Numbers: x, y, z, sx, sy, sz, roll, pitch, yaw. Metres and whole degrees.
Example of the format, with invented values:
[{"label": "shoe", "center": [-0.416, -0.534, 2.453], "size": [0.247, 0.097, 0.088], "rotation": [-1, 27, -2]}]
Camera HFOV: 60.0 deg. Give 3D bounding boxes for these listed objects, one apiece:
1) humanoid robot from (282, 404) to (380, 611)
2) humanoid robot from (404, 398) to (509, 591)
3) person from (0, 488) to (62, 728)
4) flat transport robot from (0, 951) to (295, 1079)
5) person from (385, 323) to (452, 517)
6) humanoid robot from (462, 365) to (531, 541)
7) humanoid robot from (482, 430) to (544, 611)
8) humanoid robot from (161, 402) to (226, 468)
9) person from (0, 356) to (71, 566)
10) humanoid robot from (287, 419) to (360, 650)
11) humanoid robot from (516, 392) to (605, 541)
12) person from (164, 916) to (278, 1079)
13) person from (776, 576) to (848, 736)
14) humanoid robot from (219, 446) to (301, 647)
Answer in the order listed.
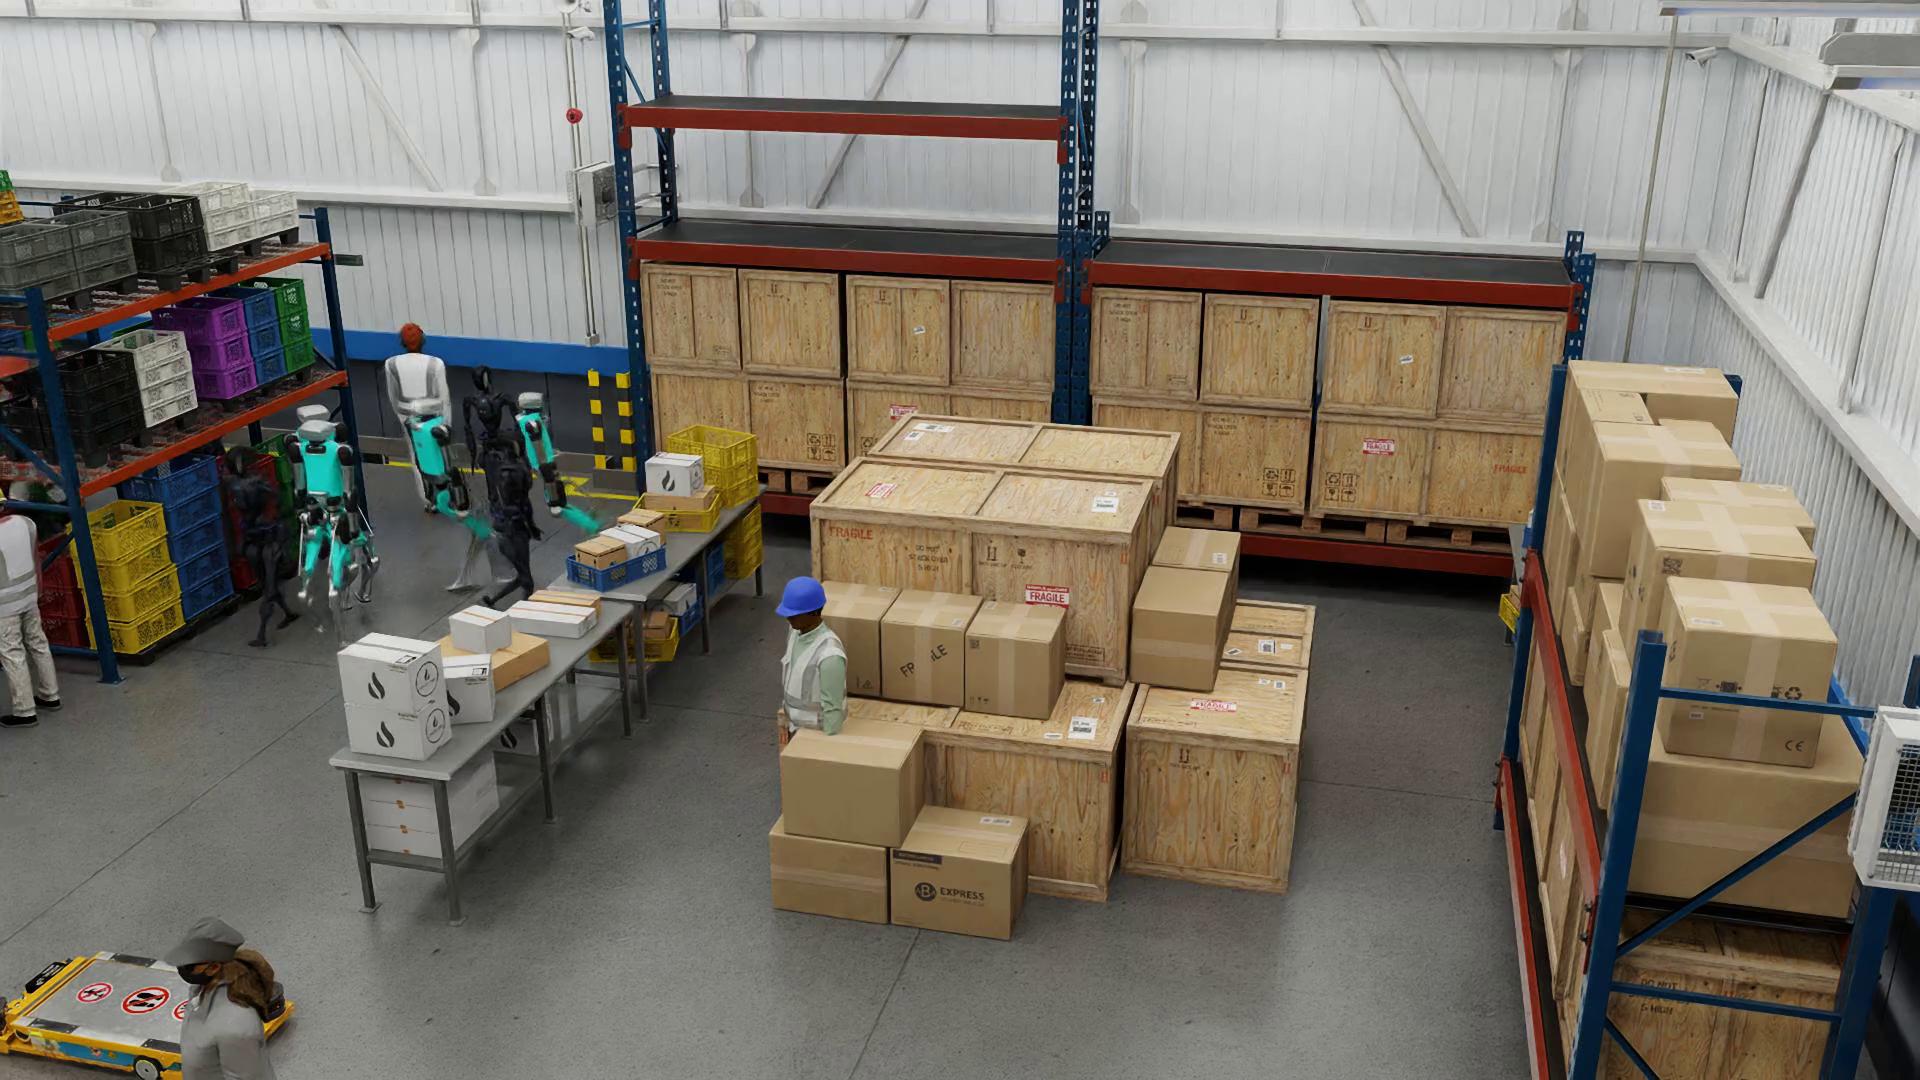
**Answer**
[{"label": "humanoid robot", "center": [-4.986, -0.228, 13.398], "size": [0.735, 1.677, 0.533], "rotation": [18, 27, 39]}, {"label": "humanoid robot", "center": [-4.171, -0.341, 14.019], "size": [0.539, 1.877, 0.778], "rotation": [17, 27, 38]}, {"label": "person", "center": [-6.703, 0.438, 11.708], "size": [0.404, 1.830, 0.599], "rotation": [4, 21, 11]}, {"label": "flat transport robot", "center": [-4.270, 2.464, 8.601], "size": [1.431, 0.231, 0.659], "rotation": [5, 22, 13]}, {"label": "person", "center": [-5.115, -1.156, 15.841], "size": [0.584, 1.865, 0.562], "rotation": [-2, 21, -6]}, {"label": "humanoid robot", "center": [-4.232, -0.829, 15.340], "size": [0.611, 1.634, 0.800], "rotation": [2, 21, 6]}, {"label": "humanoid robot", "center": [-3.607, -0.079, 13.315], "size": [0.636, 1.647, 0.610], "rotation": [2, 21, 5]}, {"label": "humanoid robot", "center": [-7.132, -0.922, 15.492], "size": [0.595, 1.655, 0.365], "rotation": [0, 21, 1]}, {"label": "person", "center": [-7.991, -0.615, 14.228], "size": [0.609, 2.012, 0.889], "rotation": [6, 22, 16]}, {"label": "humanoid robot", "center": [-5.052, 0.019, 13.006], "size": [0.530, 1.809, 0.800], "rotation": [3, 21, 8]}, {"label": "humanoid robot", "center": [-3.299, -0.402, 14.072], "size": [0.772, 1.789, 0.546], "rotation": [-8, 22, -19]}, {"label": "person", "center": [-2.966, 2.319, 6.877], "size": [0.399, 1.769, 0.563], "rotation": [-13, 25, -31]}, {"label": "person", "center": [-0.862, 1.107, 9.817], "size": [0.411, 1.939, 0.602], "rotation": [-10, 23, -25]}, {"label": "humanoid robot", "center": [-5.526, 0.024, 13.075], "size": [0.609, 1.620, 0.762], "rotation": [5, 22, 13]}]
